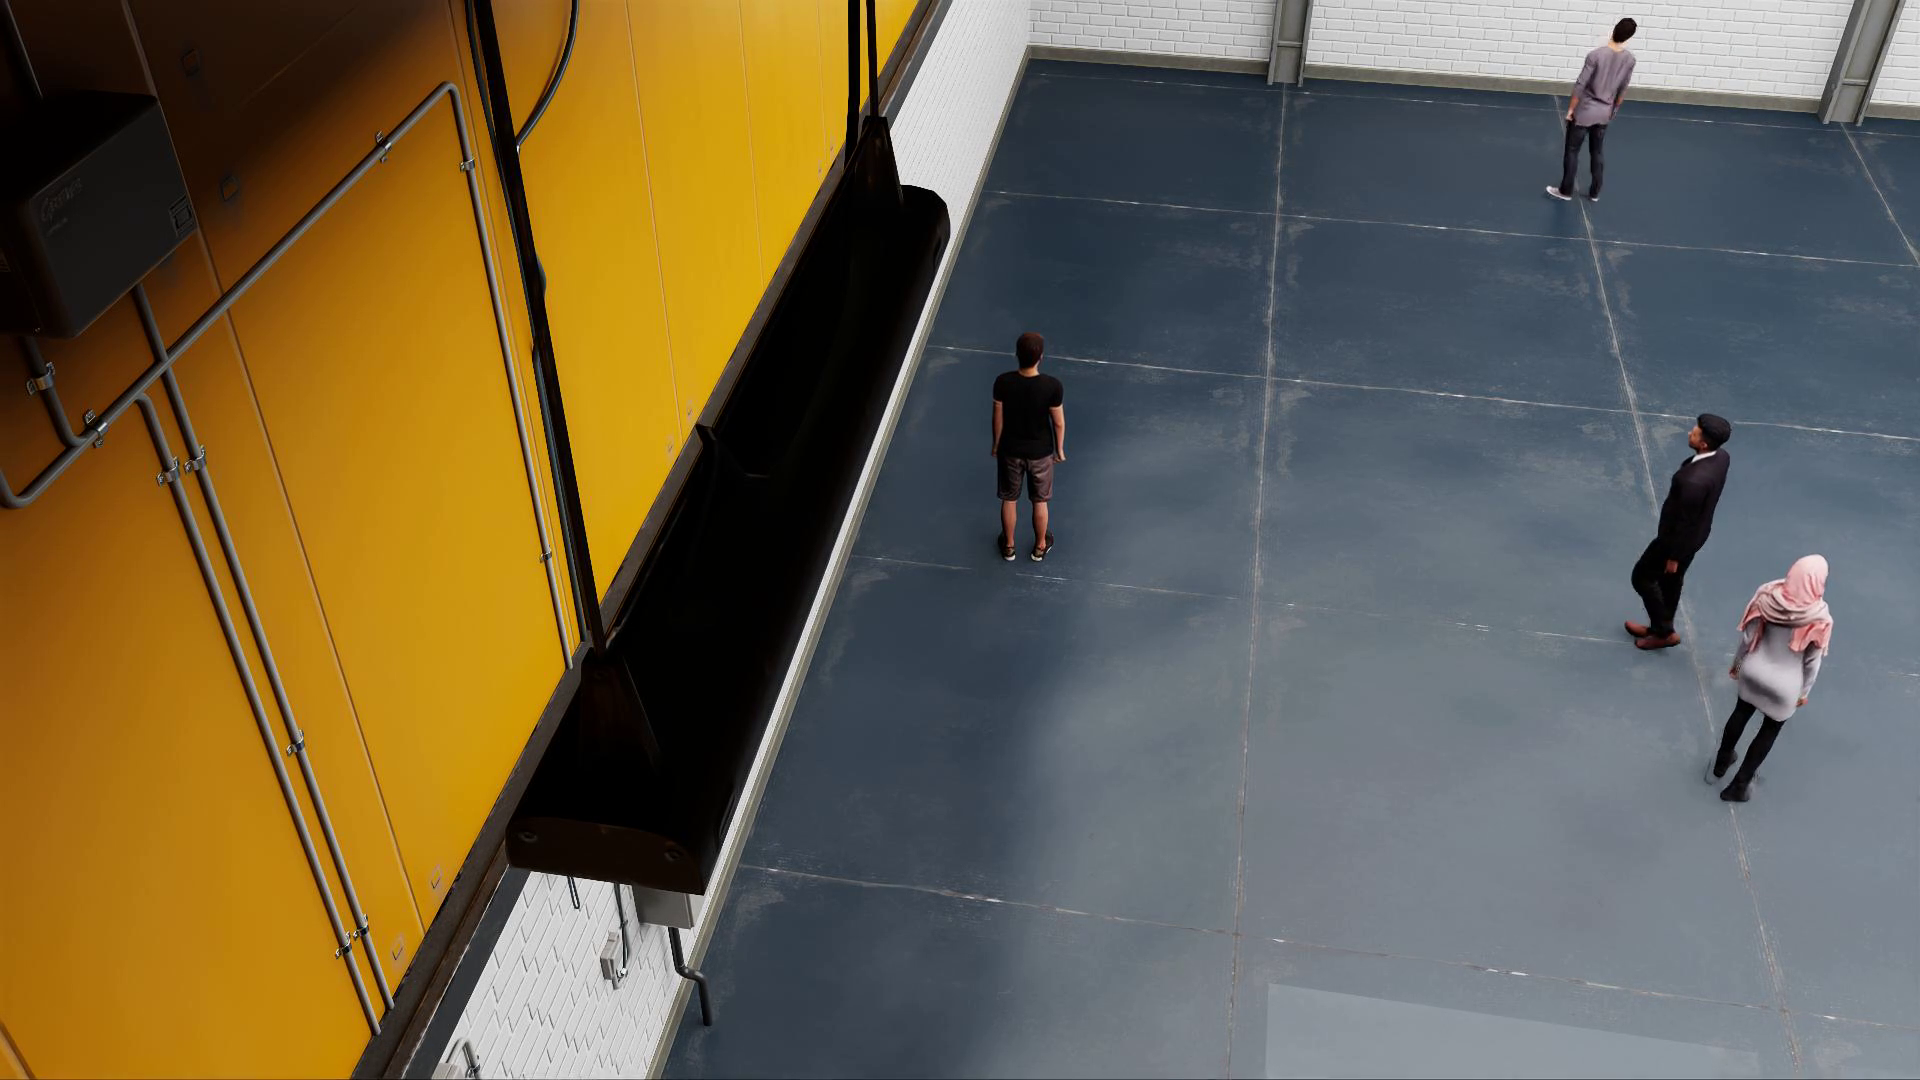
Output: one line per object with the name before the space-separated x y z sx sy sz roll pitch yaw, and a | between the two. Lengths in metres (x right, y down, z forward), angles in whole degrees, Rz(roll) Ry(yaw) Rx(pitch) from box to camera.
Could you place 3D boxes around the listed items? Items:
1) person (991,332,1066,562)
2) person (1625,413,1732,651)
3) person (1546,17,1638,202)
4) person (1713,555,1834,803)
person | 0.457 -0.648 11.757 0.512 1.860 0.755 4 39 5
person | 4.832 0.004 10.932 0.876 1.871 0.848 32 48 33
person | 6.152 -4.177 16.198 0.717 1.833 0.867 -17 42 -20
person | 4.853 0.824 9.950 0.890 1.815 0.834 -29 47 -31
